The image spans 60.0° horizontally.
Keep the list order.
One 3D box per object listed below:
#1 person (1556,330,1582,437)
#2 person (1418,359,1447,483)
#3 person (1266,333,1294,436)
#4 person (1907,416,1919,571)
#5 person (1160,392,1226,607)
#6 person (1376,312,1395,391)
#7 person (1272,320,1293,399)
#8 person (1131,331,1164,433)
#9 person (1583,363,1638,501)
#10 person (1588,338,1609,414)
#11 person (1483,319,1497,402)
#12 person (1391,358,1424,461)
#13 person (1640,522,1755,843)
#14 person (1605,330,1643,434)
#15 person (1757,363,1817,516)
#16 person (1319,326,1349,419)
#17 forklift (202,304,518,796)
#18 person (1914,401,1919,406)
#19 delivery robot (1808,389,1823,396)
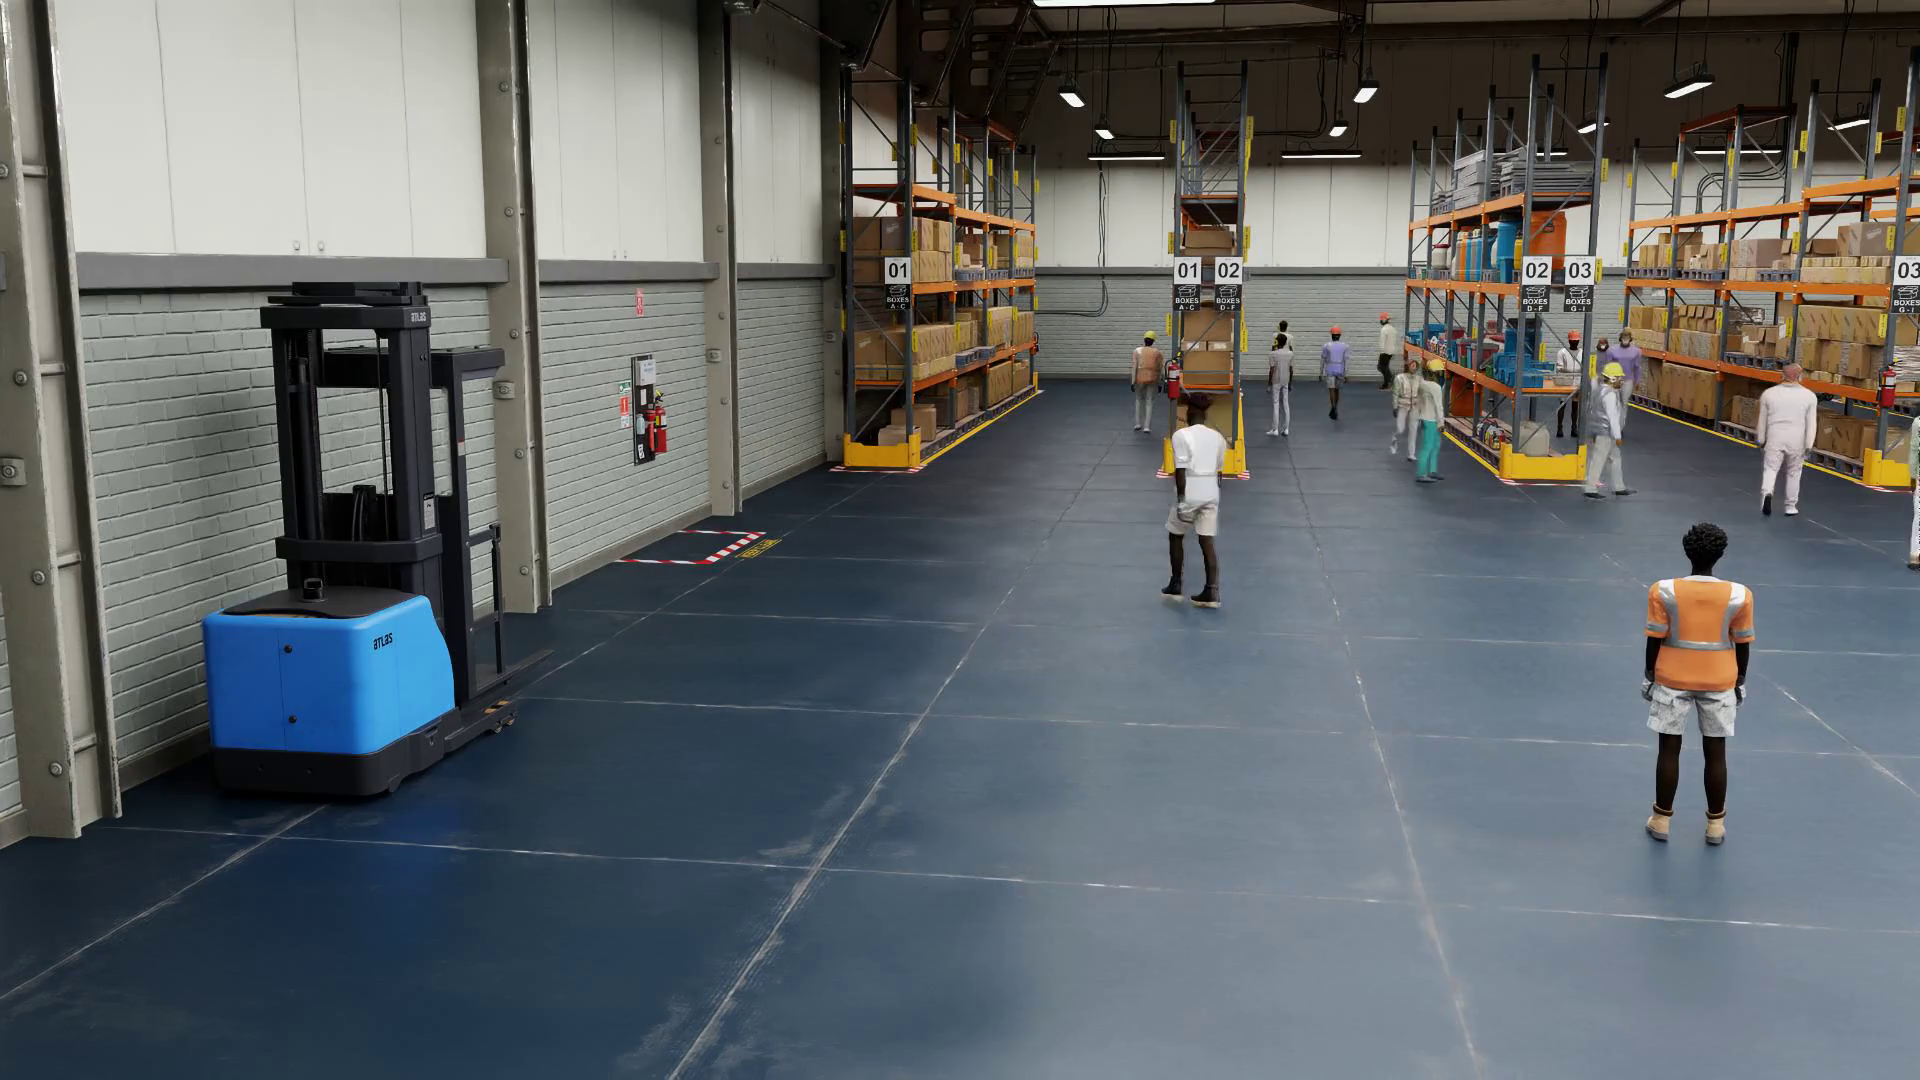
[{"bbox_3d":[11.121,-2.849,30.251,0.545,1.939,0.354,1,9,6],"label":"person"},{"bbox_3d":[6.798,-1.694,23.676,0.590,1.747,0.548,-1,9,-4],"label":"person"},{"bbox_3d":[5.866,-2.856,30.503,0.512,1.872,0.328,-3,10,-18],"label":"person"},{"bbox_3d":[9.802,-0.621,16.639,0.604,1.897,0.963,6,11,35],"label":"person"},{"bbox_3d":[2.142,-0.377,15.082,0.605,1.911,0.763,-5,10,-28],"label":"person"},{"bbox_3d":[10.695,-4.711,41.633,0.555,1.973,0.624,7,12,38],"label":"person"},{"bbox_3d":[7.555,-4.247,39.141,0.547,1.852,0.392,-1,9,-3],"label":"person"},{"bbox_3d":[3.501,-2.969,31.198,0.618,1.870,0.829,0,9,1],"label":"person"},{"bbox_3d":[8.579,-1.404,21.733,0.796,1.802,0.614,2,9,11],"label":"person"},{"bbox_3d":[13.336,-3.399,34.615,0.538,1.608,0.611,3,10,20],"label":"person"},{"bbox_3d":[12.230,-4.165,38.546,0.669,1.878,0.796,-1,9,-4],"label":"person"},{"bbox_3d":[7.128,-2.090,26.524,0.529,1.621,0.536,-1,9,-6],"label":"person"},{"bbox_3d":[3.881,0.752,8.787,0.542,1.695,0.316,3,10,16],"label":"person"},{"bbox_3d":[12.236,-2.917,30.711,0.657,1.924,0.440,3,10,20],"label":"person"},{"bbox_3d":[10.100,-1.217,20.347,0.663,1.885,0.784,6,11,34],"label":"person"},{"bbox_3d":[7.673,-3.433,34.027,0.564,1.896,0.995,0,9,-1],"label":"person"},{"bbox_3d":[-3.673,-0.038,10.147,1.129,2.768,1.873,1,9,9],"label":"forklift"},{"bbox_3d":[16.578,-2.397,28.306,0.518,1.662,0.602,-7,11,-36],"label":"person"},{"bbox_3d":[19.926,-3.573,38.813,0.707,0.478,0.477,-1,9,-6],"label":"delivery robot"}]
